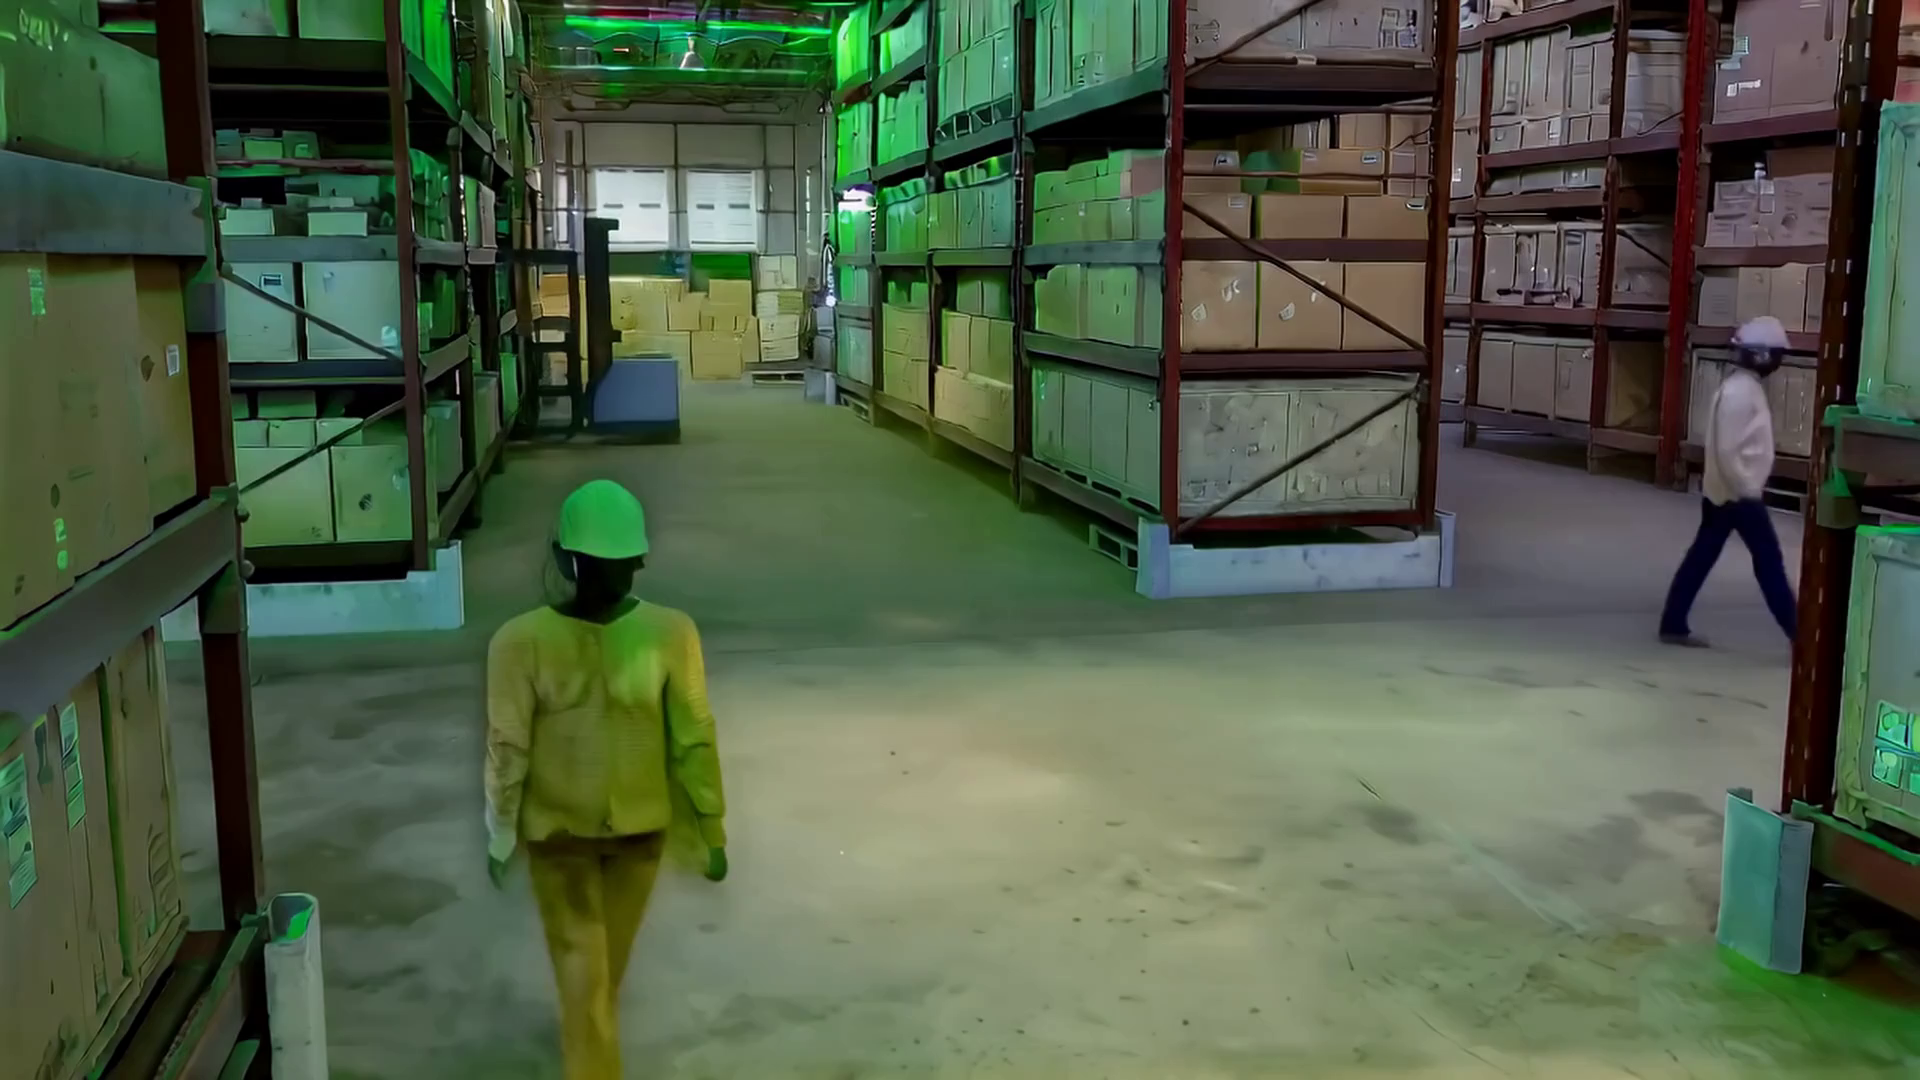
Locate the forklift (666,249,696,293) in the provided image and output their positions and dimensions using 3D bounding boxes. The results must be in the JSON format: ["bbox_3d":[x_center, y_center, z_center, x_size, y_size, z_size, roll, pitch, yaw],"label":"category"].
[{"bbox_3d":[-9.168,-8.197,54.788,1.873,2.768,1.129,9,13,43],"label":"forklift"}]

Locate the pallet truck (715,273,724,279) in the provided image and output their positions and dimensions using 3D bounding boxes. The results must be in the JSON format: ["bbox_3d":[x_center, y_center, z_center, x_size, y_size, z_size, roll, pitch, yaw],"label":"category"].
[{"bbox_3d":[-8.580,-8.986,62.280,1.885,1.965,0.823,1,9,5],"label":"pallet truck"}]

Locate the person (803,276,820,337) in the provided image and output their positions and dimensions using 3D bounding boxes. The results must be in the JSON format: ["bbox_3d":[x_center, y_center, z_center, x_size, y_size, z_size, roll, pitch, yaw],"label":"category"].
[{"bbox_3d":[-4.731,-7.491,53.346,0.631,1.939,0.370,-7,12,-38],"label":"person"}]

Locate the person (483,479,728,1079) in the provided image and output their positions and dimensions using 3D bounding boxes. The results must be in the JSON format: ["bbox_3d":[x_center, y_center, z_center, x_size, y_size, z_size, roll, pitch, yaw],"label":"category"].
[{"bbox_3d":[-0.844,0.706,4.039,0.543,1.711,0.911,-5,11,-30],"label":"person"}]

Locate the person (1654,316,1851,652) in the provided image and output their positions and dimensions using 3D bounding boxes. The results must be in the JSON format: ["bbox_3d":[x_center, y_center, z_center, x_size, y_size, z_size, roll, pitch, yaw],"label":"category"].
[{"bbox_3d":[4.505,-0.284,9.402,1.037,1.935,0.645,2,10,14],"label":"person"}]

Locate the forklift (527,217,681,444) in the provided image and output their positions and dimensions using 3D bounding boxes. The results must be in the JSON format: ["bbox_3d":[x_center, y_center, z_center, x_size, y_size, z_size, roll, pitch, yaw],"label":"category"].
[{"bbox_3d":[-4.533,-2.656,21.010,1.873,2.768,1.129,-2,10,-12],"label":"forklift"}]
